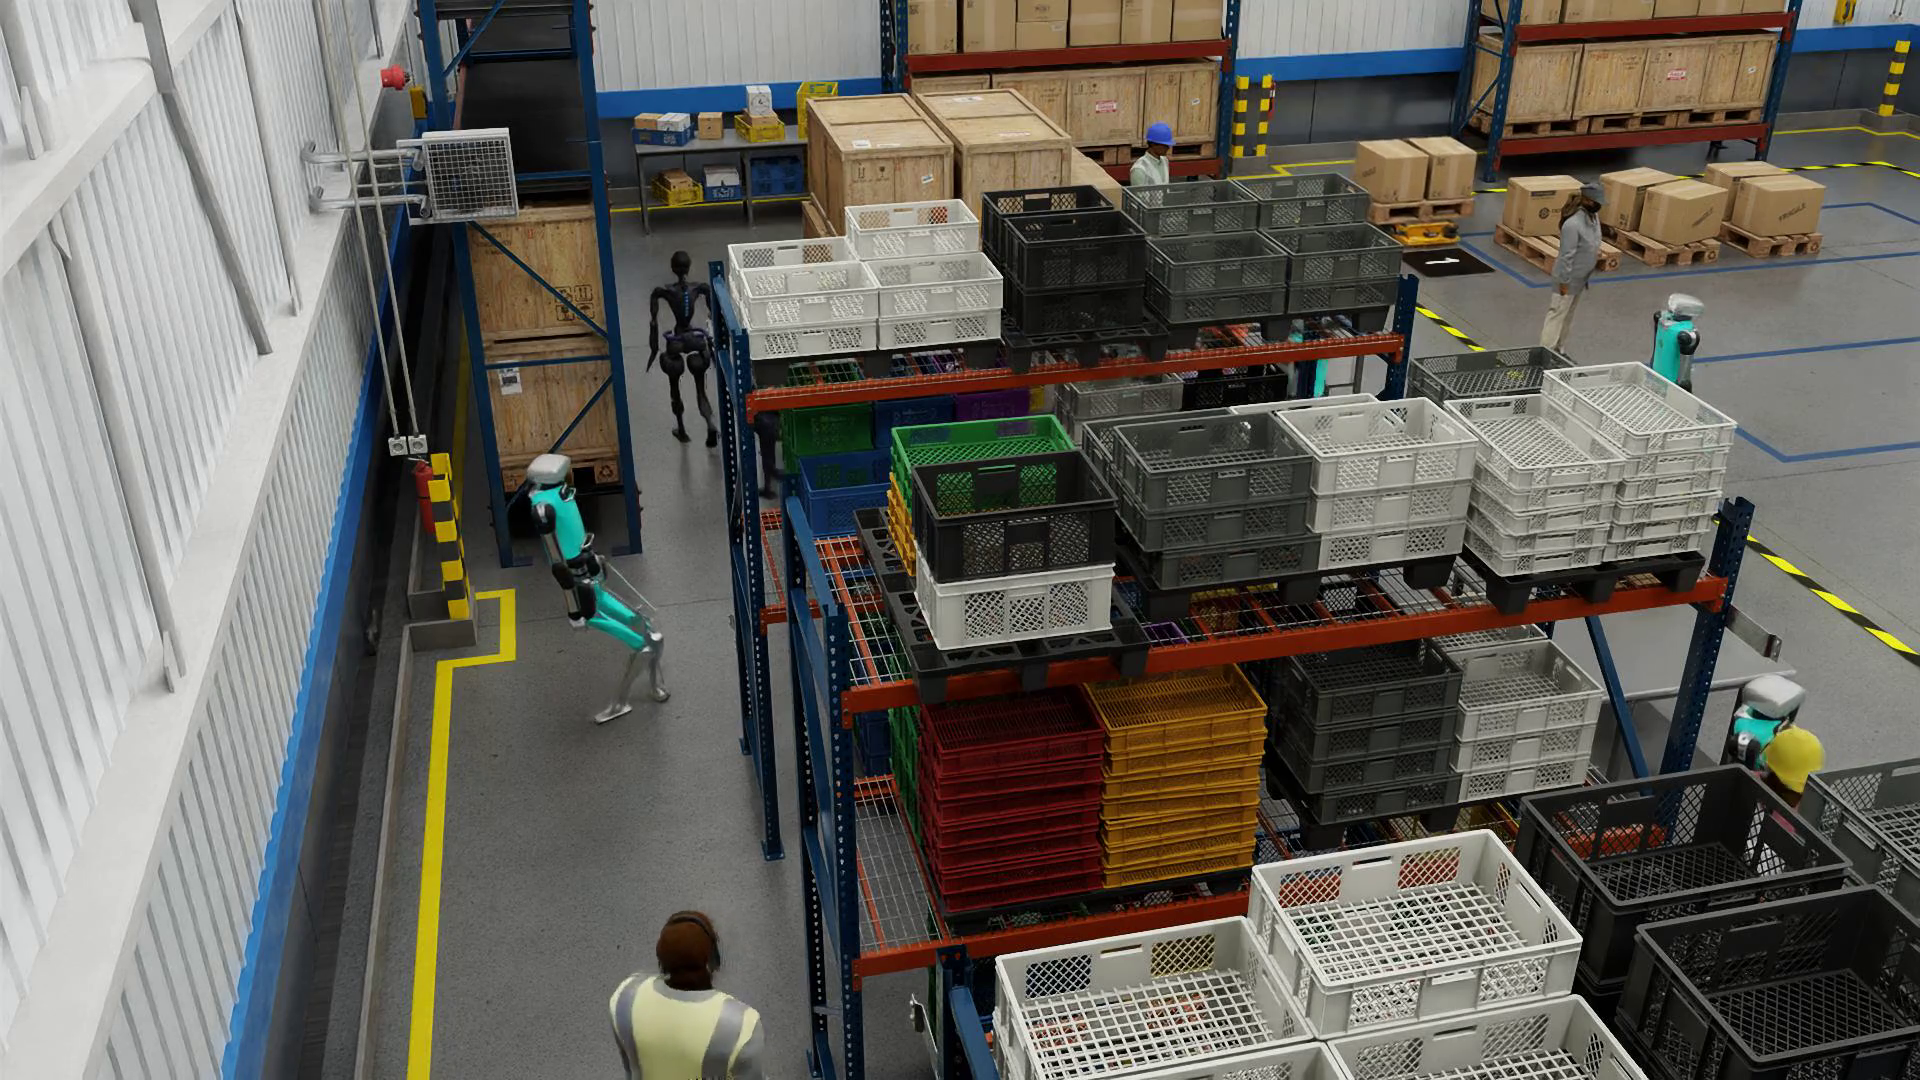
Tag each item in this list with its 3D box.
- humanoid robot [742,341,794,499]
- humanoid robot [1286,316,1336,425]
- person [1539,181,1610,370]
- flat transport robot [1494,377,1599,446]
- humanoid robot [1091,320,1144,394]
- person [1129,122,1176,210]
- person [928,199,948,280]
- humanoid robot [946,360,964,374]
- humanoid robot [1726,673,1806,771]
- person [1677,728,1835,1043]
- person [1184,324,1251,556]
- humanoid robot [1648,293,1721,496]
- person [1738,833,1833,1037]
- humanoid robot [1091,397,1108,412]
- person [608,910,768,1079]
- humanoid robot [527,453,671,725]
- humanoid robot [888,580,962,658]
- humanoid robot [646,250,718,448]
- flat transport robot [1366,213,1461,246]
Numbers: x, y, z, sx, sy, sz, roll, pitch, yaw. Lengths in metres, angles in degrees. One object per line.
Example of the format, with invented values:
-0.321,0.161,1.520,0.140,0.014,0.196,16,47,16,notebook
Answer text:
-1.367,-0.999,12.465,0.680,1.642,0.610,13,30,23,humanoid robot
2.227,-0.858,12.153,0.890,1.821,0.553,18,33,31,humanoid robot
5.498,-2.362,14.924,0.407,1.761,0.567,21,35,35,person
4.780,-1.036,14.013,0.659,0.231,1.431,-6,28,-12,flat transport robot
1.137,-1.215,12.888,0.569,1.882,0.834,24,36,38,humanoid robot
1.838,-3.071,16.087,0.411,1.939,0.602,18,33,30,person
-0.131,-1.942,13.998,0.577,1.884,0.354,1,28,2,person
-0.324,-0.396,11.294,0.817,1.801,0.530,-4,28,-7,humanoid robot
3.855,1.496,7.615,0.857,1.738,0.566,25,36,38,humanoid robot
3.488,1.595,7.351,0.588,1.824,0.403,1,28,1,person
1.731,-0.693,11.484,0.440,2.030,0.616,15,32,27,person
5.390,-1.005,12.234,0.735,1.677,0.533,-2,28,-3,humanoid robot
3.255,1.956,6.552,0.611,1.930,0.675,-16,32,-27,person
0.820,-0.165,10.849,0.470,1.640,0.591,-4,28,-7,humanoid robot
-0.980,2.181,6.254,0.660,1.807,0.429,9,29,17,person
-2.024,0.310,9.883,0.880,1.768,0.585,1,28,1,humanoid robot
-0.151,0.087,10.428,0.666,1.642,0.584,-13,30,-23,humanoid robot
-2.223,-1.516,13.437,0.606,1.636,0.618,-12,30,-22,humanoid robot
5.078,-3.670,18.980,0.652,0.197,1.431,-6,28,-12,flat transport robot
